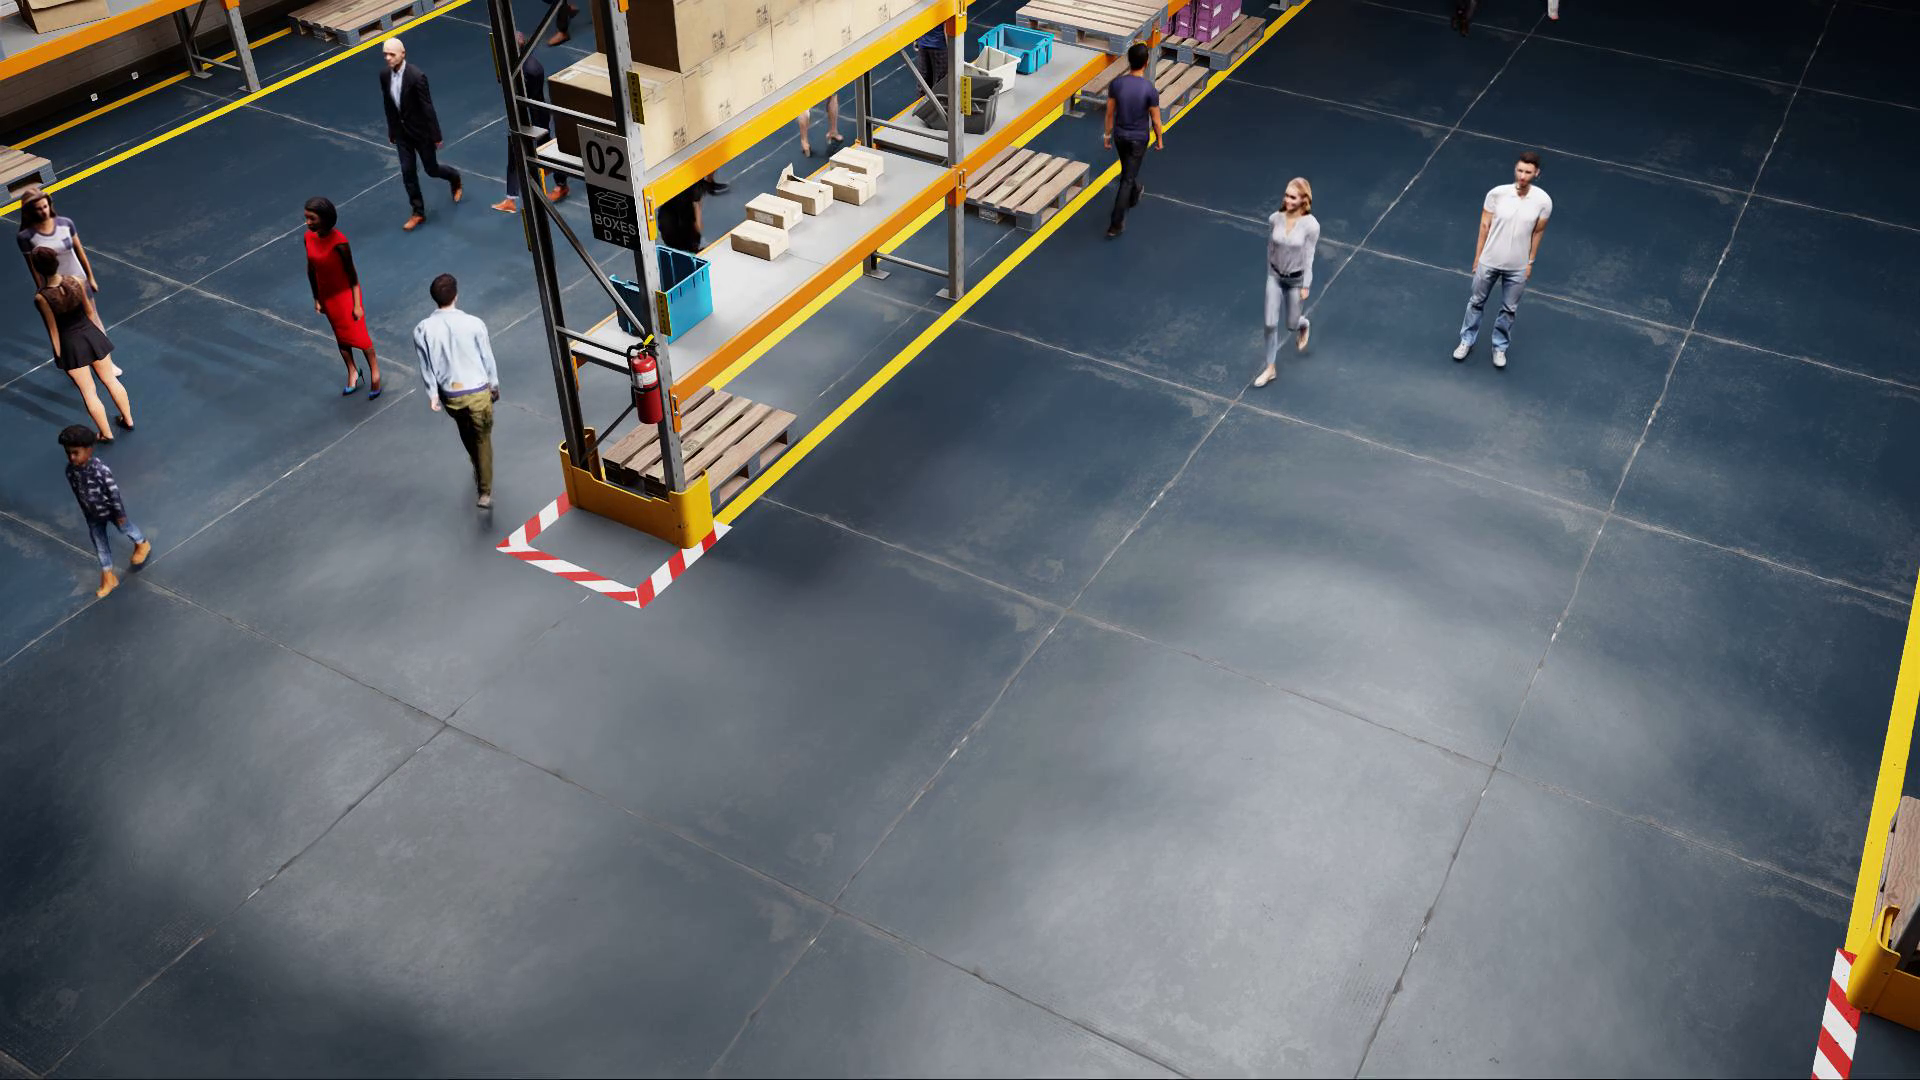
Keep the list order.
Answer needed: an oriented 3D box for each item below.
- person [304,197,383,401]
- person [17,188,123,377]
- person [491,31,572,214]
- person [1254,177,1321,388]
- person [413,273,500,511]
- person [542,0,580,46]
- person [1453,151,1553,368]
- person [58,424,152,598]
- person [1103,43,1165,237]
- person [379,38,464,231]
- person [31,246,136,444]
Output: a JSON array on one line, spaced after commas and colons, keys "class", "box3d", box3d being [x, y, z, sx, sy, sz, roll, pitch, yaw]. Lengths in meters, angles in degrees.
[{"class": "person", "box3d": [-4.909, -1.915, 13.195, 0.610, 1.744, 0.551, 12, 40, 15]}, {"class": "person", "box3d": [-7.201, -2.051, 13.378, 0.592, 1.728, 0.719, -28, 46, -30]}, {"class": "person", "box3d": [-4.006, -3.985, 15.770, 0.791, 1.765, 1.144, 25, 45, 28]}, {"class": "person", "box3d": [2.683, -2.110, 13.408, 0.684, 1.783, 0.993, 26, 46, 29]}, {"class": "person", "box3d": [-3.594, -1.033, 12.067, 1.143, 1.773, 1.272, -4, 39, -6]}, {"class": "person", "box3d": [-4.631, -6.662, 19.013, 0.748, 1.900, 0.827, 24, 44, 27]}, {"class": "person", "box3d": [4.452, -2.306, 13.586, 0.705, 1.866, 0.615, 14, 41, 16]}, {"class": "person", "box3d": [-5.926, -0.271, 11.552, 0.717, 1.224, 0.904, 4, 39, 5]}, {"class": "person", "box3d": [1.547, -3.654, 15.378, 0.713, 1.736, 1.135, 17, 42, 21]}, {"class": "person", "box3d": [-5.080, -3.853, 15.591, 0.818, 1.782, 1.076, 12, 40, 15]}, {"class": "person", "box3d": [-6.749, -1.500, 12.730, 0.633, 1.675, 0.492, 19, 42, 22]}]
